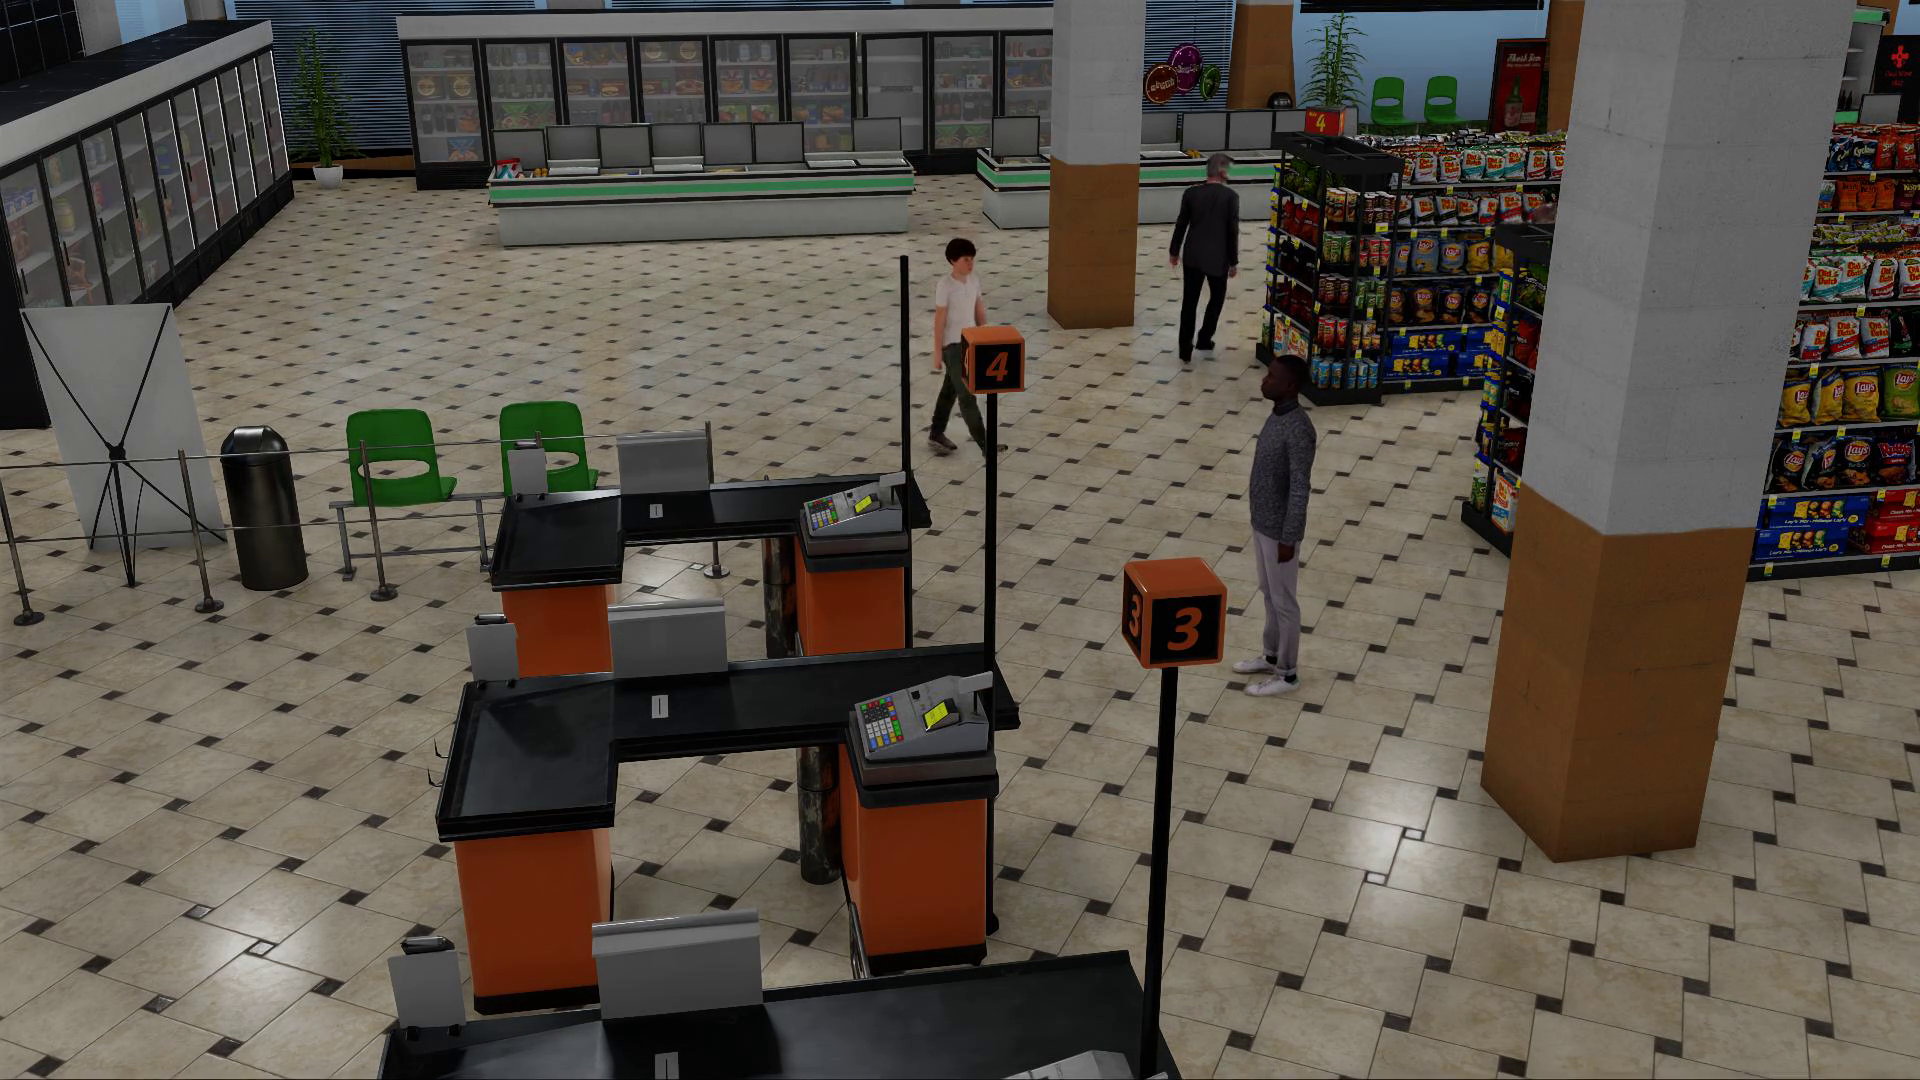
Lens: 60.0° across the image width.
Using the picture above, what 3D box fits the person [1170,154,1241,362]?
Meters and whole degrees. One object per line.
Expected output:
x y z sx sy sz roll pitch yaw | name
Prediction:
2.173 -2.449 14.611 1.002 1.803 1.084 6 23 15 | person

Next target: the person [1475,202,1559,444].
4.145 -1.546 12.333 1.145 1.826 0.767 -1 22 -2 | person

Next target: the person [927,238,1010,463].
-0.067 -1.366 12.269 1.072 1.539 1.089 19 28 38 | person

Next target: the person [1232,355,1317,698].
1.674 -0.075 8.659 0.566 1.837 0.709 -2 22 -5 | person
